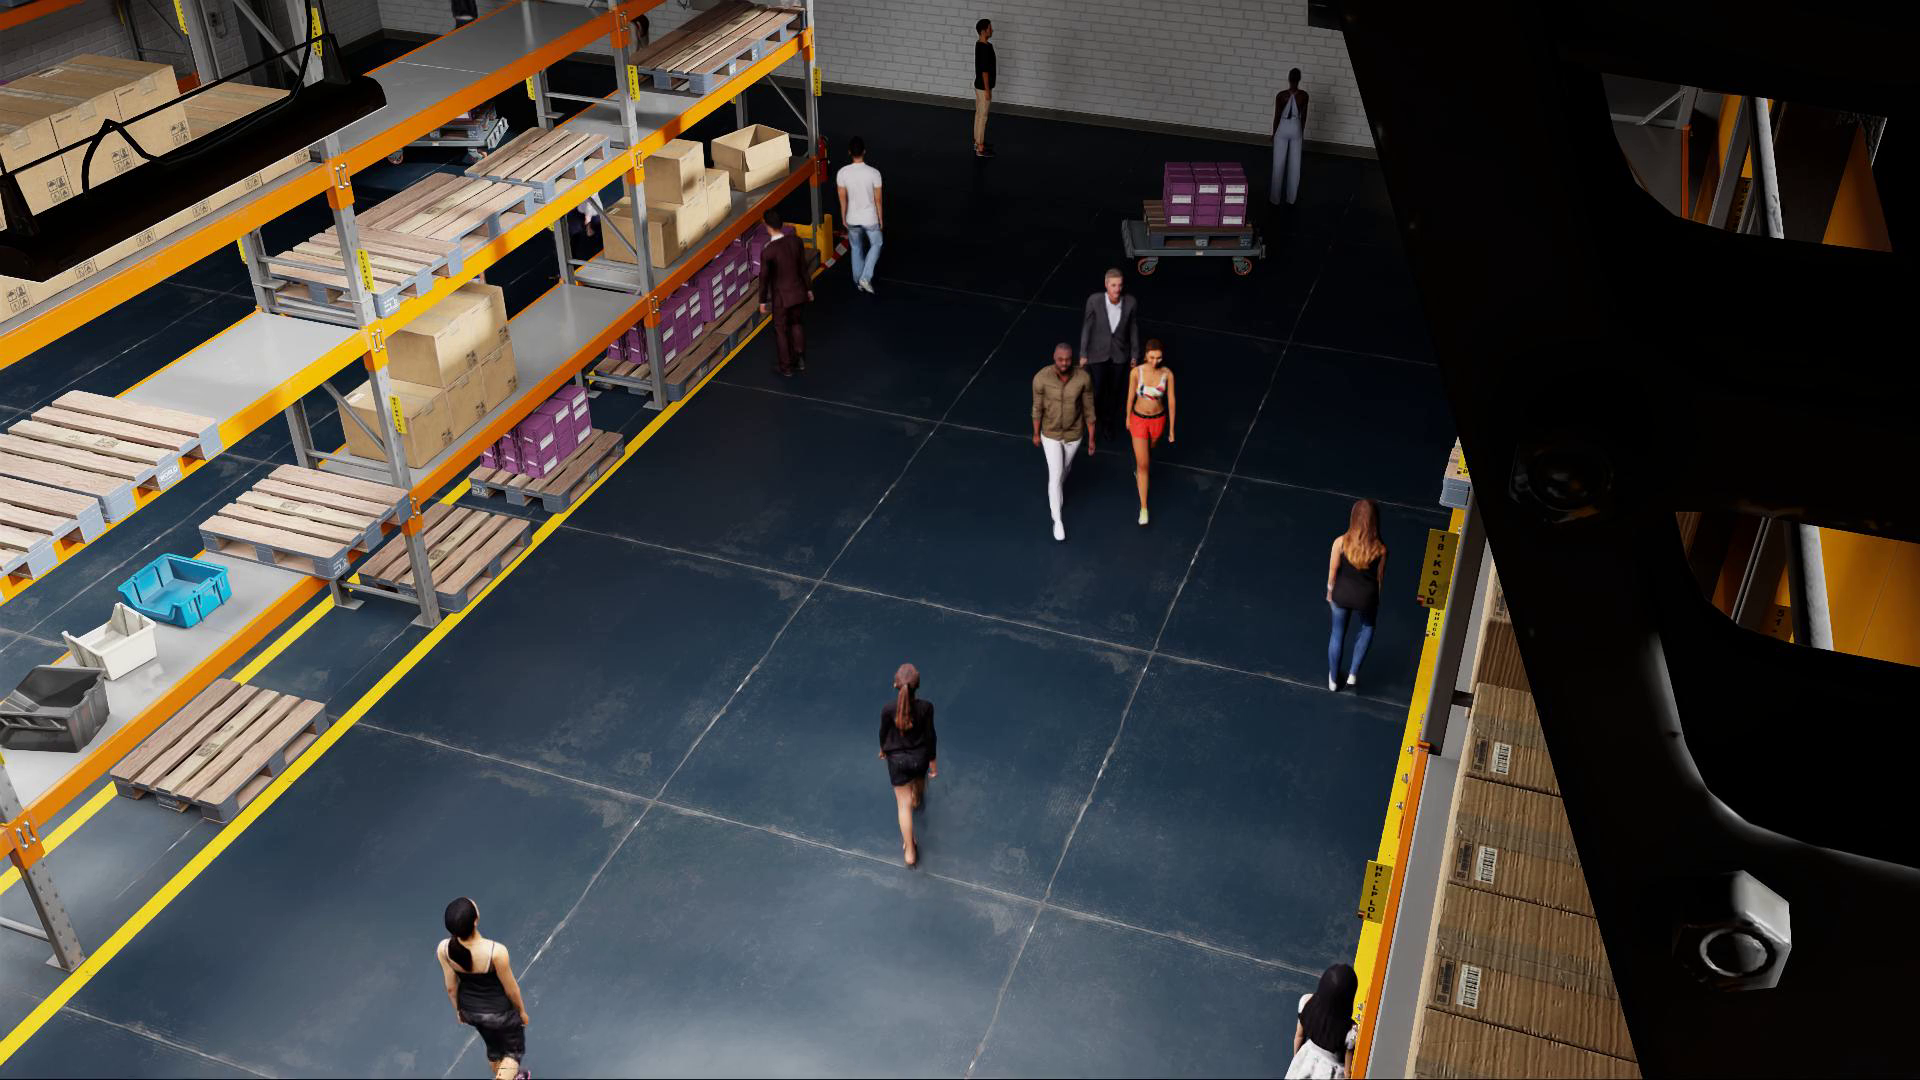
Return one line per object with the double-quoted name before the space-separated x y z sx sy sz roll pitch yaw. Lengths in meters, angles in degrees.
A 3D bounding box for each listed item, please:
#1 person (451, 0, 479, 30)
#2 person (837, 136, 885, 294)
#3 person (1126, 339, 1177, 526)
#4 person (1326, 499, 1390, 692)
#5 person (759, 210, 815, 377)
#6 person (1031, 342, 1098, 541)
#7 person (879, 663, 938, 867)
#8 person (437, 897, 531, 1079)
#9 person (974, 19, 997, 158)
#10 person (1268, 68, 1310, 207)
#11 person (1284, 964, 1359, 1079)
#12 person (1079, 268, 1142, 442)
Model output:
"person" -7.549 -7.817 25.293 0.599 1.760 0.902 13 36 19
"person" -1.122 -3.650 18.945 0.757 1.847 0.911 6 34 9
"person" 1.719 -1.095 15.208 0.851 1.729 1.234 2 34 4
"person" 3.040 0.493 12.836 0.578 1.709 0.616 10 35 15
"person" -1.771 -2.551 17.285 0.823 1.855 0.930 -26 42 -34
"person" 0.920 -1.001 15.008 1.056 1.794 1.280 -3 34 -4
"person" -0.356 1.552 11.415 0.831 1.519 1.098 -2 34 -3
"person" -2.702 2.741 9.447 0.676 1.719 0.924 5 34 8
"person" 0.322 -6.215 22.794 0.776 1.858 0.623 -3 34 -5
"person" 4.201 -5.149 21.257 0.634 1.786 0.606 -2 34 -3
"person" 1.965 2.973 9.051 0.794 1.769 0.773 -26 41 -33
"person" 1.433 -1.846 16.250 0.857 1.826 0.856 -6 34 -9
